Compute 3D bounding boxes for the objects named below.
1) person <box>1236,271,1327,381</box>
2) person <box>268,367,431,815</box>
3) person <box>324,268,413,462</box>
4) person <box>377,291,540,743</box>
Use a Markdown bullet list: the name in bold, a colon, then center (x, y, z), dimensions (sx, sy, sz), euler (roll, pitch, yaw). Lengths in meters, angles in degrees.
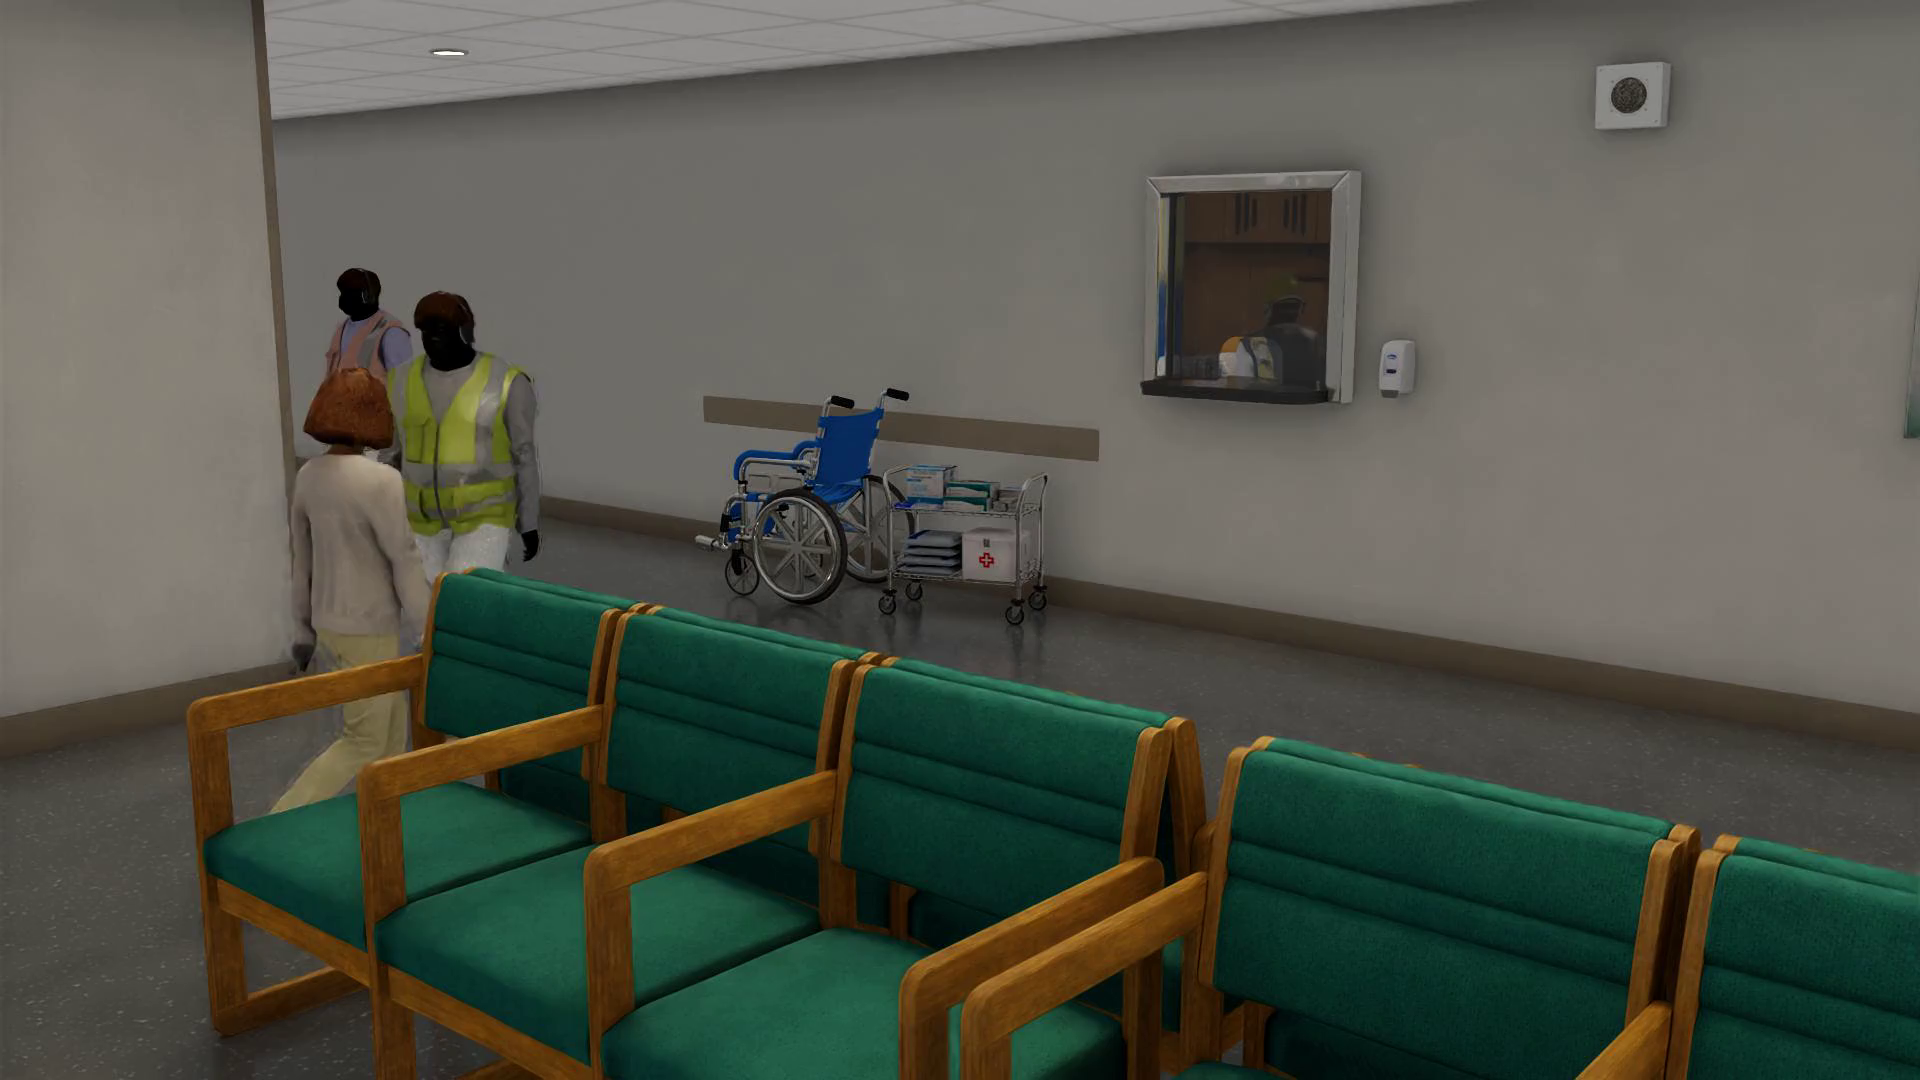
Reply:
- **person**: center (1.780, -0.569, 9.246), dimensions (0.599, 1.830, 0.404), euler (-2, 10, -13)
- **person**: center (-1.890, 0.281, 5.055), dimensions (0.484, 1.609, 0.751), euler (9, 13, 41)
- **person**: center (-3.490, -0.669, 9.795), dimensions (0.619, 1.845, 0.430), euler (7, 12, 36)
- **person**: center (-2.009, -0.100, 6.727), dimensions (0.639, 1.811, 0.935), euler (1, 10, 8)
